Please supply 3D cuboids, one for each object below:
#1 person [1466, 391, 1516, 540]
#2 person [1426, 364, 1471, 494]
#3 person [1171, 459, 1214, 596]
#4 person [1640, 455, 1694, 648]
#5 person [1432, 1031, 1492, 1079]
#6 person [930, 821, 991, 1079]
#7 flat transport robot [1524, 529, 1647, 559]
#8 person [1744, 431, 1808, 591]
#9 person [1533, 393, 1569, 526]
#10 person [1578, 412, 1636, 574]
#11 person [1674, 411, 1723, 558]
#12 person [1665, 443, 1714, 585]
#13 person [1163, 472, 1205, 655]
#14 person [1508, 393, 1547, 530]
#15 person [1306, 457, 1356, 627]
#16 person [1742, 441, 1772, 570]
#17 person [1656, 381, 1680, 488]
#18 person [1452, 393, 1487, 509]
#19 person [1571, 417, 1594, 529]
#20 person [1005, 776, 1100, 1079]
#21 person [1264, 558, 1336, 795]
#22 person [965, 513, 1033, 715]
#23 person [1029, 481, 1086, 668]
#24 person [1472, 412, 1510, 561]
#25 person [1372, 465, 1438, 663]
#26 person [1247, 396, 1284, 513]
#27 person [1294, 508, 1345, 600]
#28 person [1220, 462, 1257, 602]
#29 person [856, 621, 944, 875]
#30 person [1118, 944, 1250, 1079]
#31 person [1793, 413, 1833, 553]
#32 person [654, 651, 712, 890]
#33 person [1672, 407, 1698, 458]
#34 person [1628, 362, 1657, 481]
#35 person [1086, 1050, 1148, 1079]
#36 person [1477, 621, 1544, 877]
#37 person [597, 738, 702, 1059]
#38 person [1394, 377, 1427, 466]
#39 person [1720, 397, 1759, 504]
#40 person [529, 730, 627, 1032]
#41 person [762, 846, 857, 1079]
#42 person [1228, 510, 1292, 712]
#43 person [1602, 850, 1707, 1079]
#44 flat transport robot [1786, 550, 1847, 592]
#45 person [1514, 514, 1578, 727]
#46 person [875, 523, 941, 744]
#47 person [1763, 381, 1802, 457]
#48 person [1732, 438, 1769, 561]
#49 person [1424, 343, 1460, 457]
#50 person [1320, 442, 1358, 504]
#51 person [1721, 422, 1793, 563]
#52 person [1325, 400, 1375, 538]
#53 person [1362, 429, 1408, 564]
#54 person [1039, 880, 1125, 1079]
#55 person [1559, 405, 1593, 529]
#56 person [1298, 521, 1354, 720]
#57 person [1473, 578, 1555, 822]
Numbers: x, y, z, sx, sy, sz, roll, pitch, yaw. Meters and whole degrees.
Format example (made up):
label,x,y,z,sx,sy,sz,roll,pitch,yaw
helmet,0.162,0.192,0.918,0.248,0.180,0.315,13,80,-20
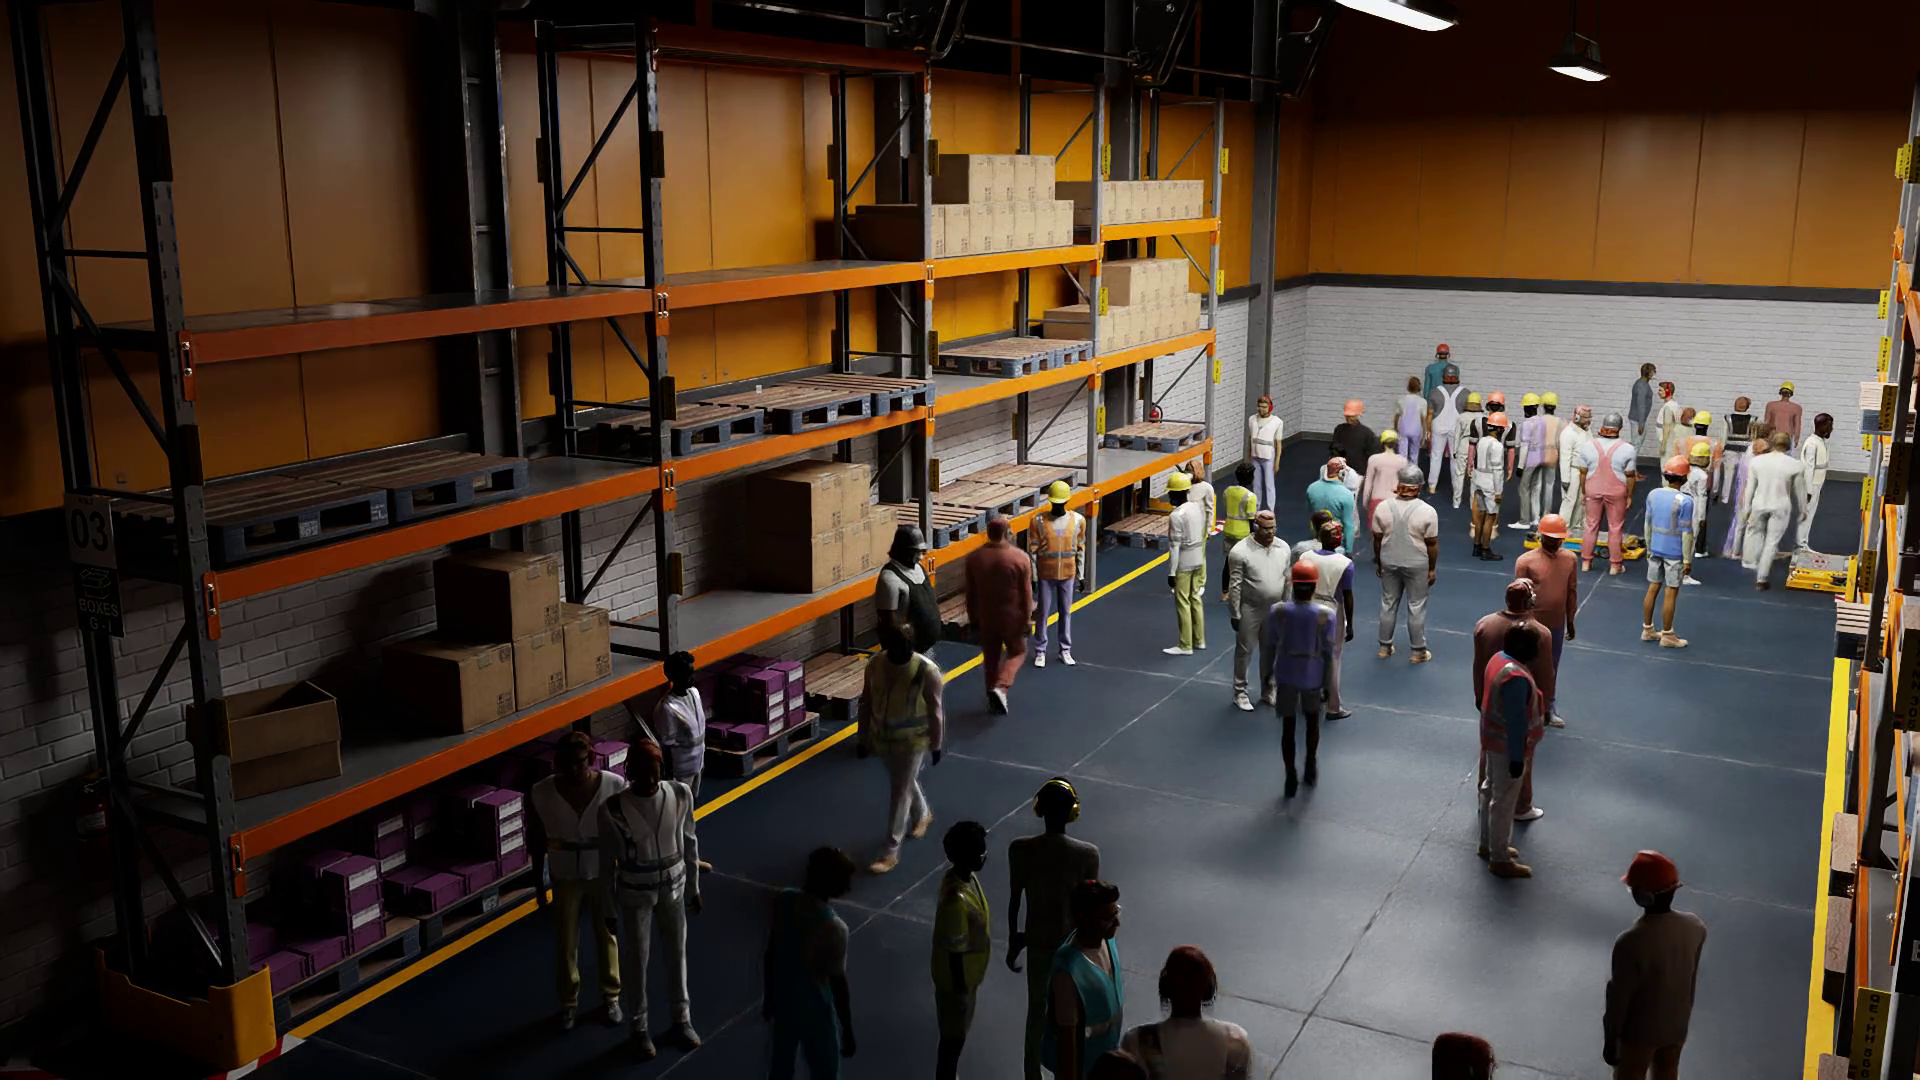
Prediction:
label,x,y,z,sx,sy,sz,roll,pitch,yaw
person,7.232,-1.014,22.684,0.612,2.031,0.403,4,13,16
person,7.599,-1.741,25.903,0.684,2.000,0.535,3,13,14
person,2.756,-0.151,19.702,0.508,1.632,0.265,8,15,33
person,7.491,0.122,17.549,0.361,2.048,0.614,-5,14,-21
person,1.782,2.729,6.337,0.645,1.860,0.776,12,17,42
person,0.005,2.272,8.710,0.317,1.696,0.540,1,13,4
flat transport robot,8.280,0.023,22.002,1.431,0.197,0.652,8,15,33
person,9.879,-0.370,20.083,0.953,1.896,0.647,-11,17,-41
person,8.335,-1.163,23.701,0.595,1.869,1.027,5,13,21
person,8.093,-0.598,20.786,0.684,2.000,0.538,9,15,33
person,9.557,-0.718,21.616,0.613,1.916,0.416,8,15,33
person,8.925,-0.327,20.276,0.365,1.736,0.488,-2,13,-10
person,2.308,0.243,17.328,0.434,1.913,0.598,8,15,33
person,7.992,-1.106,23.361,0.399,1.912,0.591,11,17,41
person,4.096,0.025,18.331,0.399,1.900,0.645,-10,16,-38
person,10.078,-0.440,21.004,0.320,1.630,0.521,4,13,18
person,10.739,-1.489,25.247,0.393,1.836,0.561,5,14,23
person,7.592,-1.327,24.753,0.488,1.730,0.324,3,13,14
person,8.557,-0.936,22.955,0.339,1.748,0.564,3,13,15
person,0.498,2.155,8.844,0.521,1.873,0.335,3,13,12
person,2.768,1.076,13.585,0.557,1.911,0.792,3,13,13
person,0.344,0.708,15.274,0.664,1.888,0.526,5,14,23
person,0.987,0.341,16.856,0.585,1.921,0.383,-2,13,-8
person,6.864,-0.694,21.488,0.389,1.925,0.550,-2,13,-7
person,4.593,0.232,17.071,0.677,2.000,0.536,9,15,35
person,4.343,-1.147,23.712,0.395,1.836,0.560,-12,17,-42
person,3.425,0.613,15.786,0.560,1.853,0.458,8,15,32
person,3.227,-0.058,19.175,0.320,1.687,0.538,-7,15,-30
person,-0.423,1.445,12.202,0.629,1.806,0.956,7,14,29
person,0.934,2.616,6.885,0.623,1.841,0.977,-4,13,-16
person,11.042,-0.703,21.563,0.396,1.910,0.579,9,16,36
person,-1.952,1.599,11.728,0.315,1.695,0.541,3,13,15
person,10.569,-1.130,24.159,0.514,1.606,0.630,-6,14,-25
person,11.027,-1.919,26.968,0.368,1.932,0.623,4,13,19
person,0.599,2.774,6.605,0.284,1.634,0.498,11,17,41
person,3.955,1.477,11.953,0.430,1.841,0.624,1,13,5
person,-1.758,2.017,9.453,0.586,1.879,0.359,-8,15,-31
person,7.053,-1.649,26.050,0.518,1.804,0.976,4,13,17
person,11.700,-1.338,25.012,0.515,1.636,0.315,6,14,27
person,-2.211,1.972,9.751,0.565,1.836,0.389,-3,13,-14
person,-0.815,2.332,8.235,0.729,1.808,0.330,10,16,38
person,2.809,0.653,15.512,0.645,1.900,0.399,-4,13,-19
person,3.371,2.364,8.197,0.568,1.743,0.351,-5,14,-23
flat transport robot,10.568,0.372,20.440,0.652,0.197,1.431,7,14,28
person,5.263,0.731,14.971,0.614,1.987,0.408,-3,13,-13
person,-0.429,0.836,14.367,0.535,2.000,0.683,5,14,22
person,12.788,-1.597,25.910,0.532,1.756,0.337,6,14,26
person,10.141,-0.494,21.248,0.324,1.631,0.521,-6,14,-24
person,8.434,-2.447,29.167,0.608,1.995,0.378,2,13,10
person,4.640,-0.373,20.557,0.540,1.695,0.317,12,17,43
person,10.310,-0.605,21.356,0.921,1.800,0.532,4,13,16
person,5.204,-0.910,22.406,0.985,1.943,0.623,-11,16,-39
person,5.405,-0.524,21.126,0.563,1.732,0.553,-1,13,-3
person,0.572,2.427,7.680,0.389,1.846,0.564,5,13,21
person,8.295,-0.876,22.374,0.653,1.894,0.401,-12,17,-42
person,3.342,0.735,15.254,0.563,1.848,0.391,12,17,43
person,4.298,1.230,12.905,0.638,1.910,0.407,12,17,42
